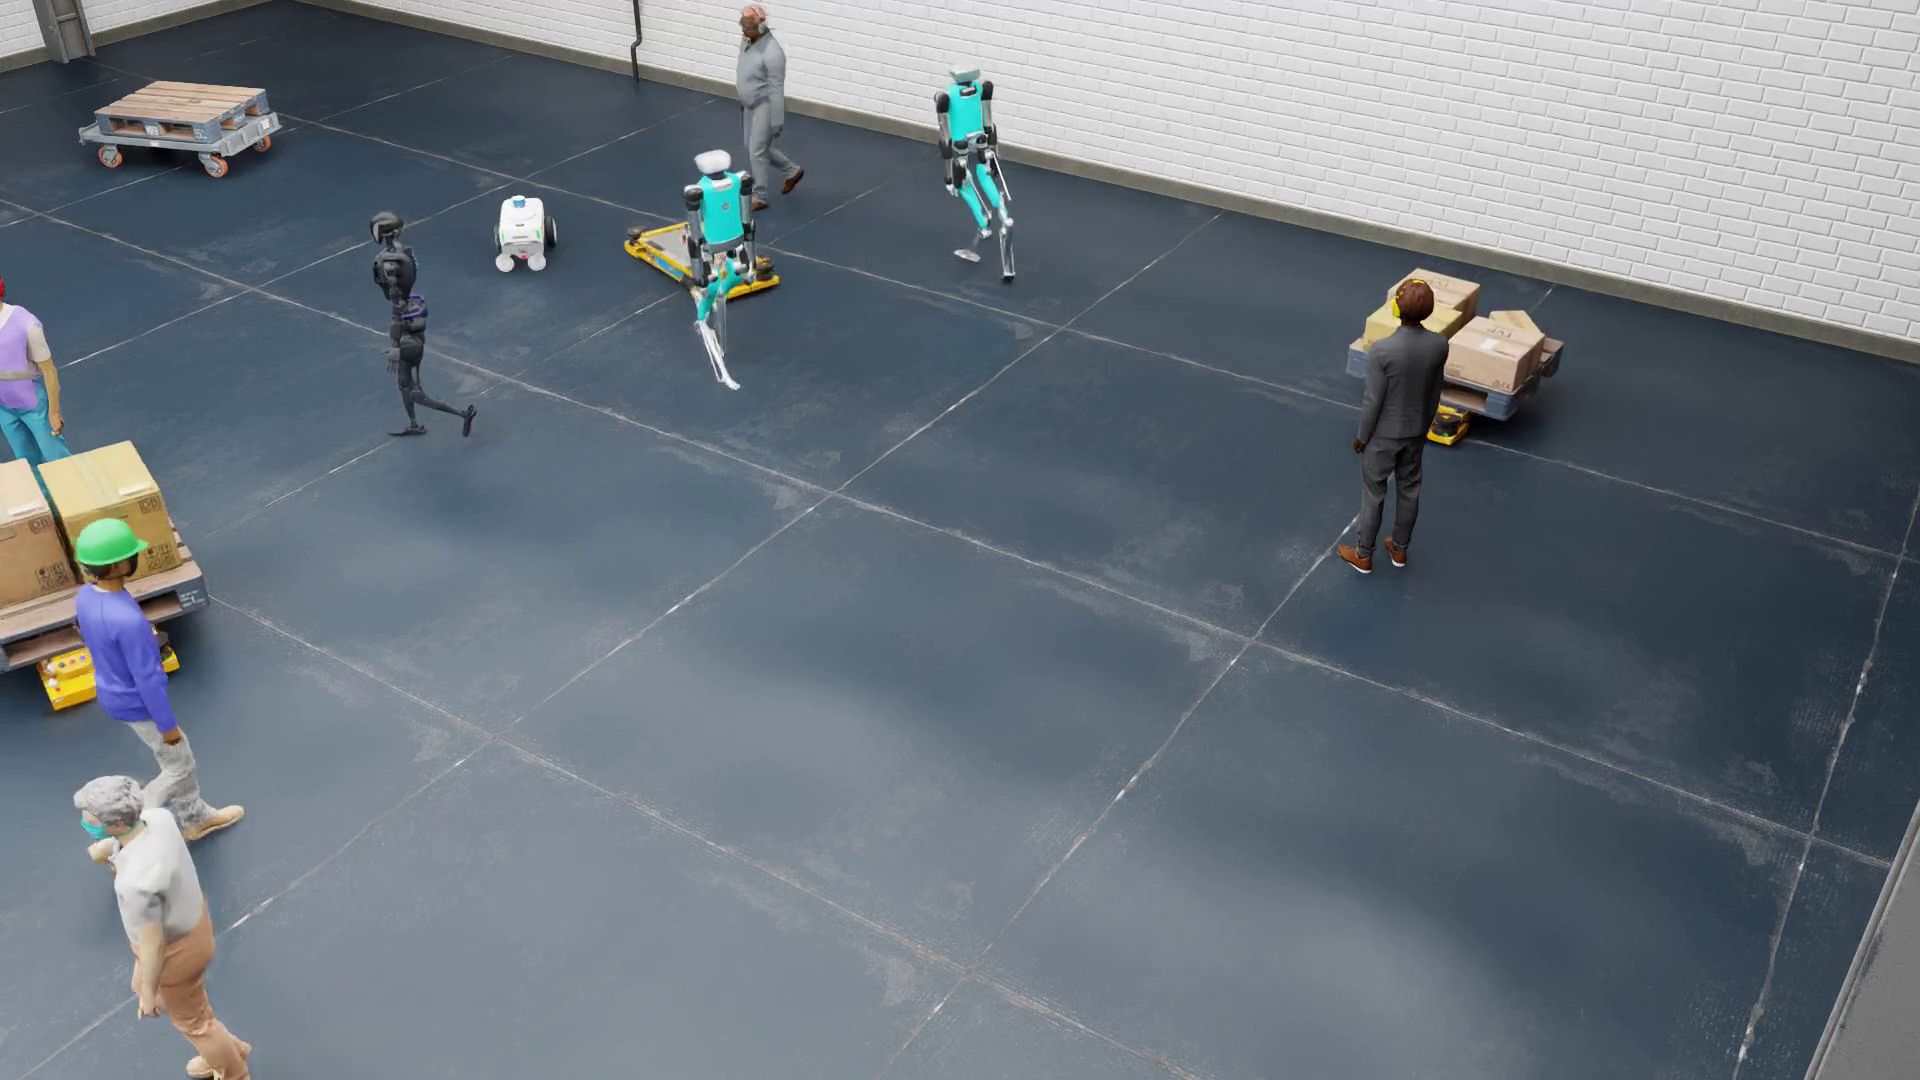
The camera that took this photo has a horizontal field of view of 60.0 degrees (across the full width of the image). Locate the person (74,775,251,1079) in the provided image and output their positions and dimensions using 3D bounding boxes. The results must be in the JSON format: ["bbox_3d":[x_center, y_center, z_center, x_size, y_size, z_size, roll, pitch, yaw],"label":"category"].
[{"bbox_3d":[-3.100,1.576,6.448,0.398,1.731,0.509,-9,34,-14],"label":"person"}]

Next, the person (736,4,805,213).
[{"bbox_3d":[-1.713,-3.824,14.719,0.602,1.875,0.689,-15,36,-22],"label":"person"}]

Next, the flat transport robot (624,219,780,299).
[{"bbox_3d":[-2.178,-2.363,13.932,0.659,0.231,1.431,-23,39,-32],"label":"flat transport robot"}]

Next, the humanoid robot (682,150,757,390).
[{"bbox_3d":[-1.833,-2.026,12.096,0.541,1.783,0.908,-22,39,-30],"label":"humanoid robot"}]

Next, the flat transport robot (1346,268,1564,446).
[{"bbox_3d":[3.531,-1.113,11.988,0.659,0.231,1.431,22,39,31],"label":"flat transport robot"}]

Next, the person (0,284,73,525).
[{"bbox_3d":[-5.675,-0.829,10.088,0.564,1.845,0.389,8,34,12],"label":"person"}]

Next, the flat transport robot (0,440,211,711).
[{"bbox_3d":[-5.031,0.444,9.565,0.659,0.231,1.431,-21,38,-29],"label":"flat transport robot"}]

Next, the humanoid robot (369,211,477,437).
[{"bbox_3d":[-3.670,-1.433,11.199,0.620,1.636,0.598,-7,33,-10],"label":"humanoid robot"}]

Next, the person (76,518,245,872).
[{"bbox_3d":[-3.813,0.757,7.617,0.478,1.850,0.647,27,42,35],"label":"person"}]

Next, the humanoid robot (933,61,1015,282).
[{"bbox_3d":[0.219,-2.895,13.460,0.569,1.799,0.932,-19,38,-27],"label":"humanoid robot"}]

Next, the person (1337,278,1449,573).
[{"bbox_3d":[2.558,-0.656,9.793,0.492,1.875,0.357,-8,34,-12],"label":"person"}]

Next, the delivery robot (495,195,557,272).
[{"bbox_3d":[-3.704,-2.622,14.090,0.508,0.614,0.785,-6,33,-9],"label":"delivery robot"}]
